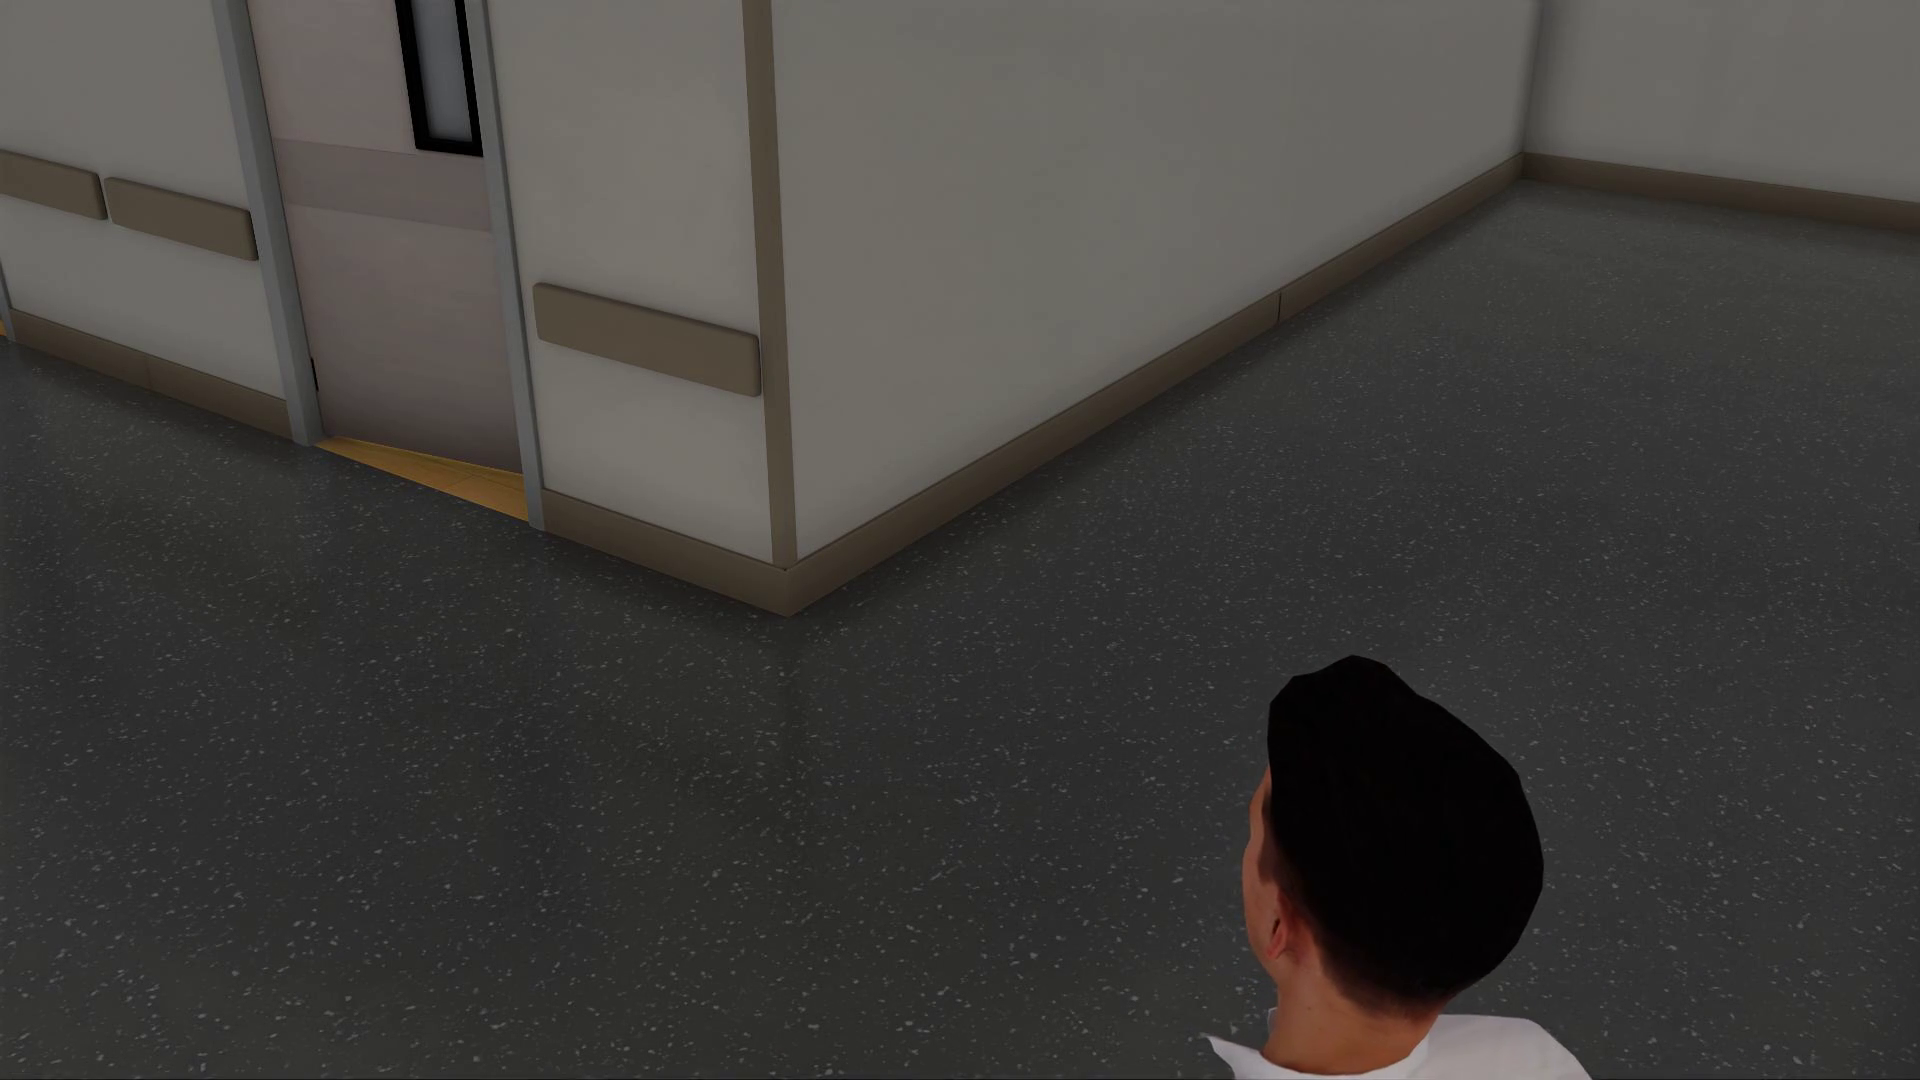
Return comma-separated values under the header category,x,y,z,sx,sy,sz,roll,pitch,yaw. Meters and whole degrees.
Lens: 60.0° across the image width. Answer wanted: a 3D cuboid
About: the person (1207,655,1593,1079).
category,x,y,z,sx,sy,sz,roll,pitch,yaw
person,0.306,0.949,1.503,0.659,1.869,0.768,-14,29,-27
